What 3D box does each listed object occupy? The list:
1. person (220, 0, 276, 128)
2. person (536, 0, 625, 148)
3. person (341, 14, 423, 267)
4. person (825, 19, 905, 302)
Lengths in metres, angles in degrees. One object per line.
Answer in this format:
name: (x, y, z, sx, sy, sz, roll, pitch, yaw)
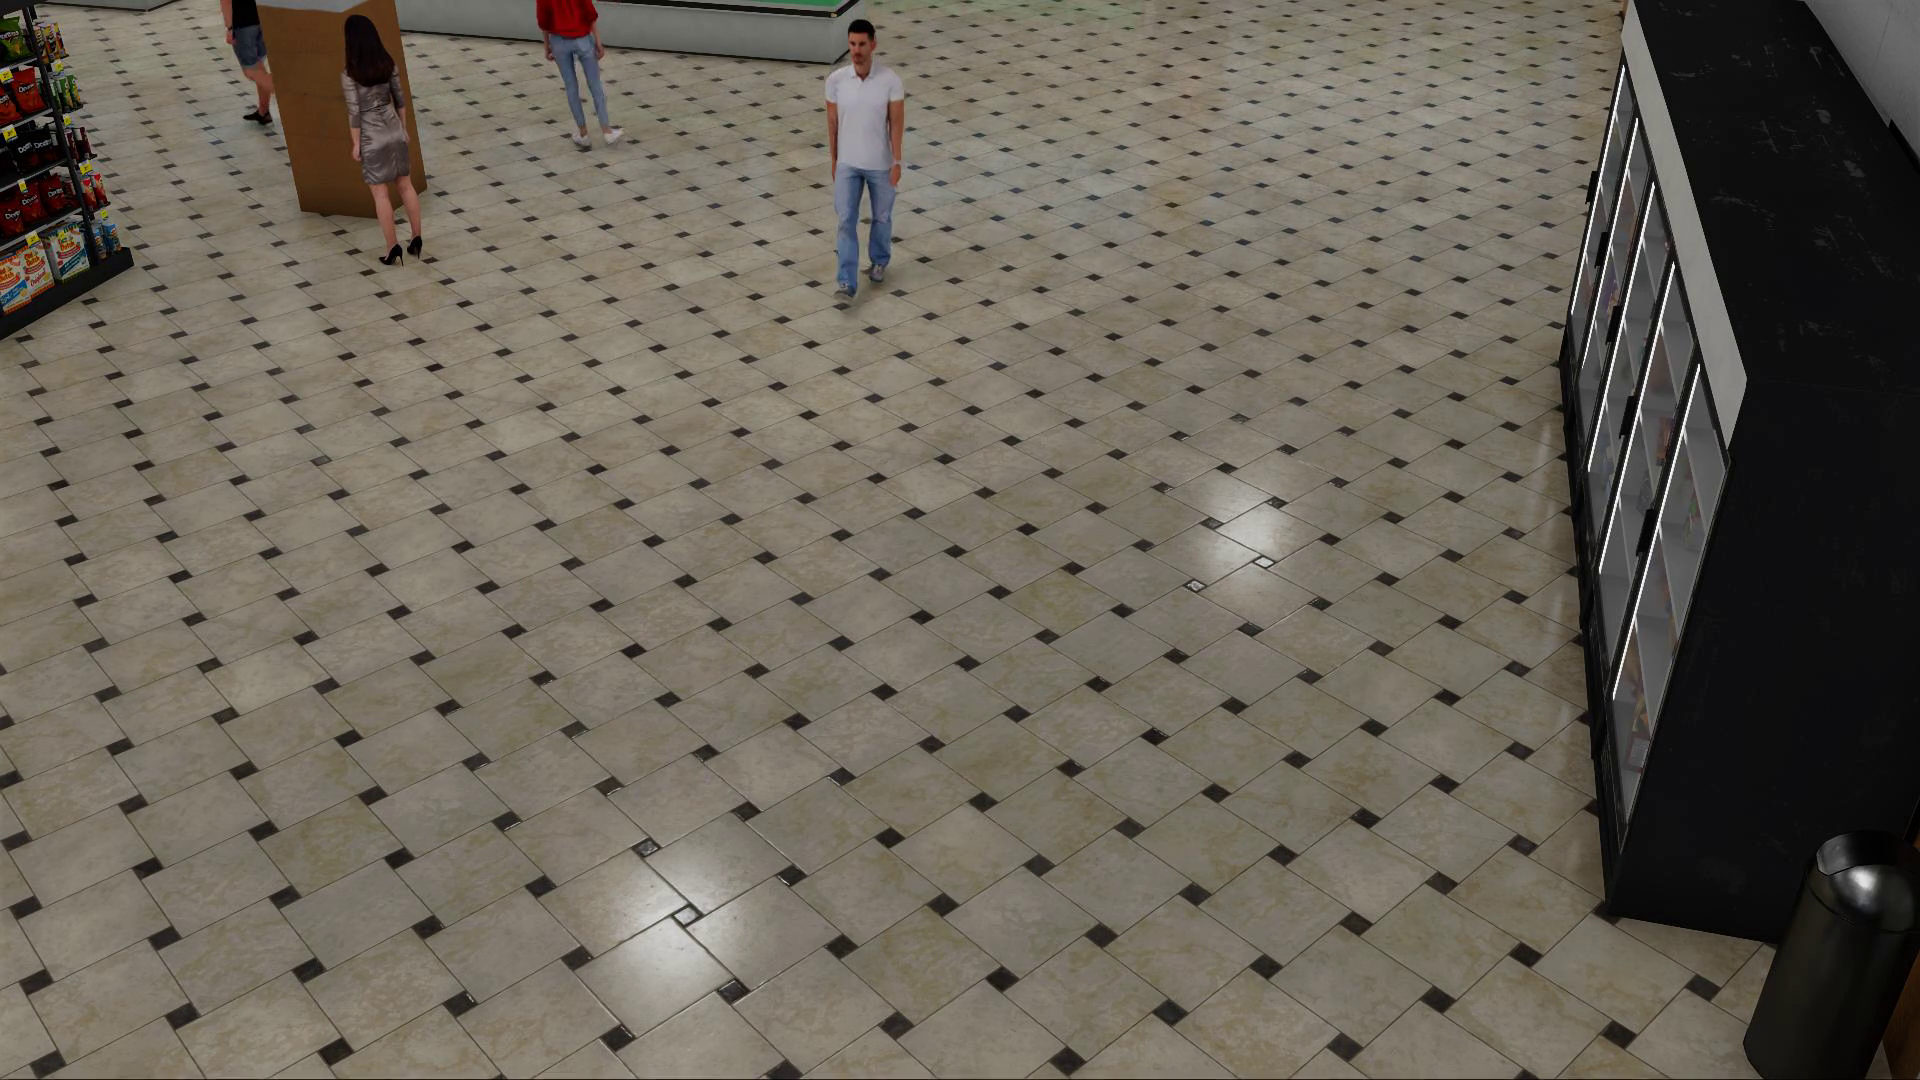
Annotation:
person: (-5.918, -4.341, 14.006, 1.067, 1.828, 0.746, 12, 34, 19)
person: (-3.165, -4.069, 13.715, 0.773, 1.673, 0.911, -1, 32, -1)
person: (-4.017, -2.766, 11.551, 0.638, 1.746, 0.655, 23, 39, 32)
person: (-0.611, -2.555, 11.140, 1.088, 1.822, 0.856, 3, 32, 6)
